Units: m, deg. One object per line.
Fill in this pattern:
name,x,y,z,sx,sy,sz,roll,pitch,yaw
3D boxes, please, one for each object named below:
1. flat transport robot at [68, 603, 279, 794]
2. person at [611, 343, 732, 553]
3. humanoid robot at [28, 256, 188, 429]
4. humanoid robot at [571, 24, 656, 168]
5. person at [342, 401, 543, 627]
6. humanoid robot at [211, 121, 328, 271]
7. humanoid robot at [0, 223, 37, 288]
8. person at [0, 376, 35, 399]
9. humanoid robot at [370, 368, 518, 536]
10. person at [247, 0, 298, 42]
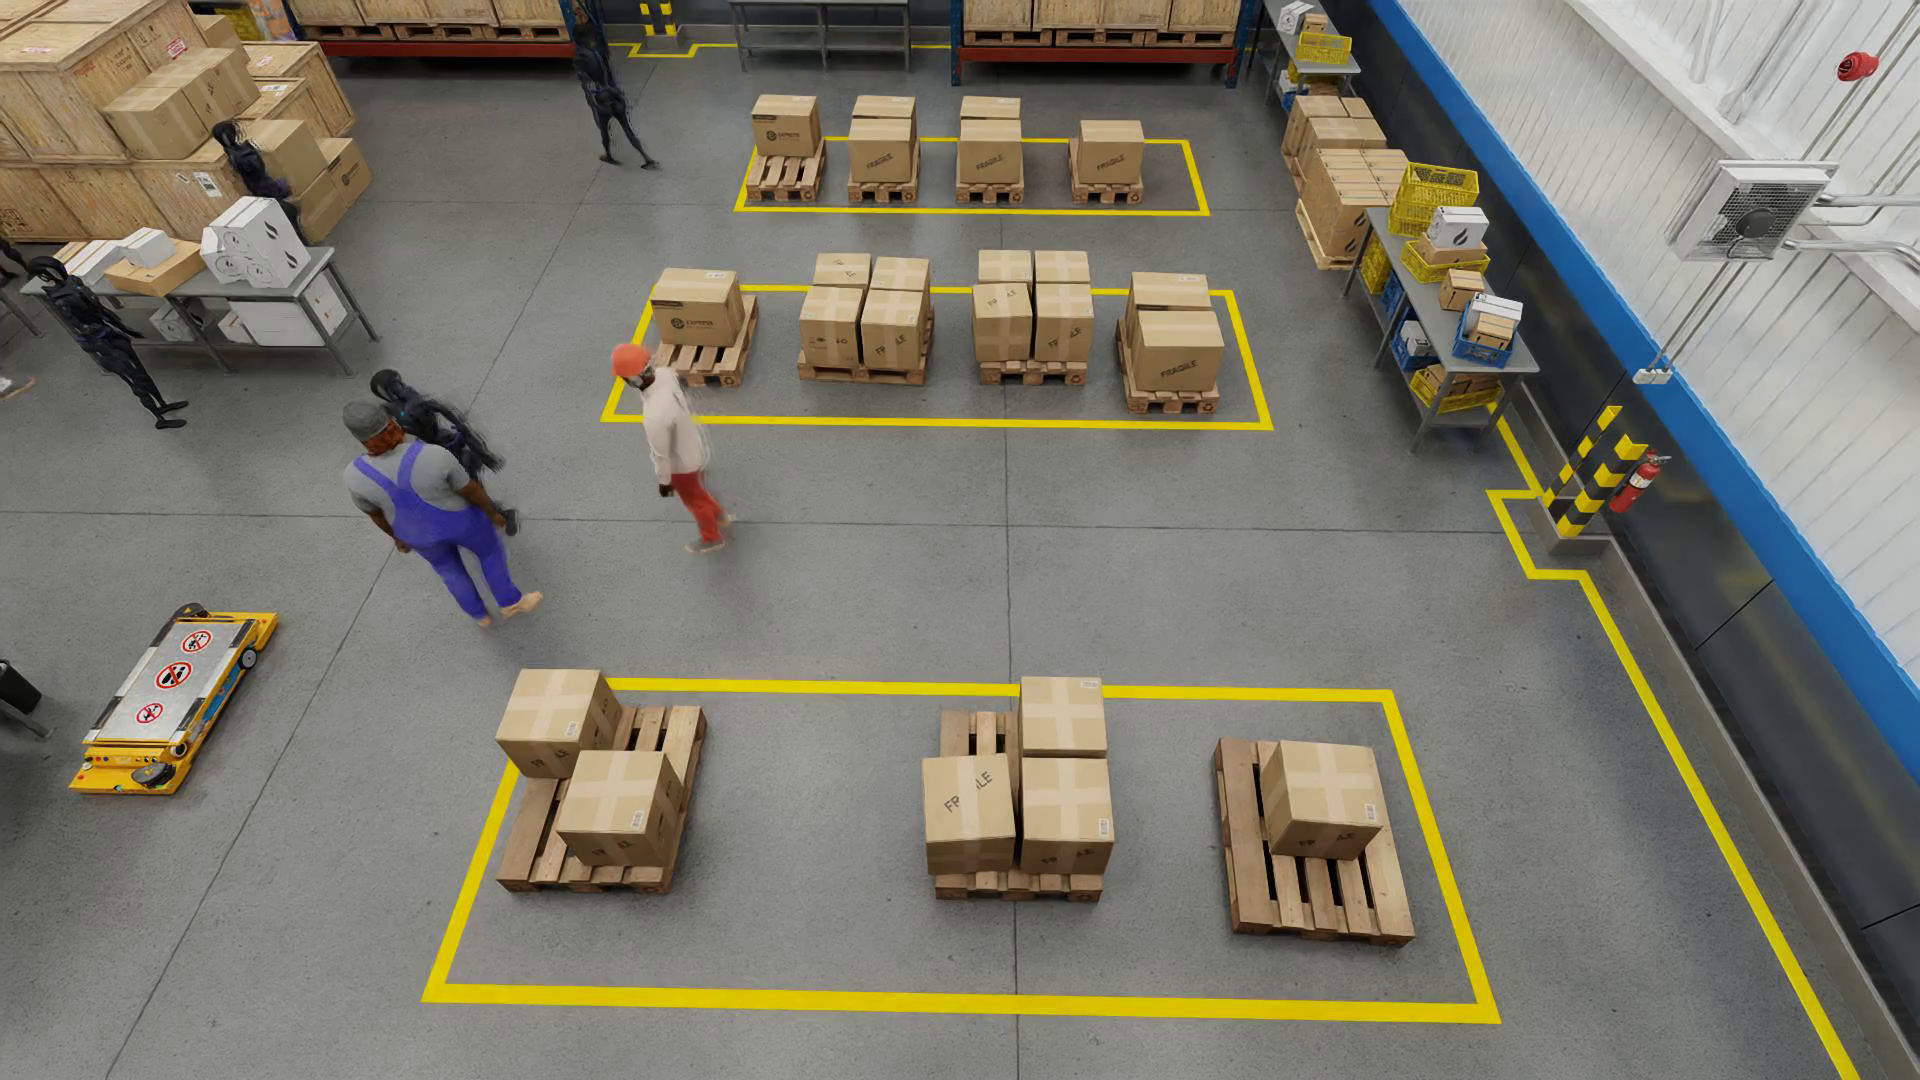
flat transport robot,-5.504,1.072,6.442,0.652,0.197,1.431,1,50,1
person,-2.126,-0.638,6.795,0.472,1.962,0.645,-5,50,-4
humanoid robot,-7.274,-1.694,7.869,0.327,1.657,0.589,-19,52,-16
humanoid robot,-4.163,-5.216,10.903,0.777,1.615,0.634,24,54,19
person,-3.609,-0.172,6.353,0.740,2.000,0.537,-13,51,-10
humanoid robot,-7.057,-3.449,9.365,0.620,1.648,0.444,22,53,18
humanoid robot,-10.125,-3.333,9.270,0.612,1.662,0.325,-7,50,-6
person,-9.217,-1.801,7.873,0.996,1.826,0.623,-33,57,-25
humanoid robot,-3.894,-0.620,6.981,0.660,1.626,0.431,6,50,5
person,-8.880,-6.645,11.913,0.572,1.905,0.634,-5,50,-4
